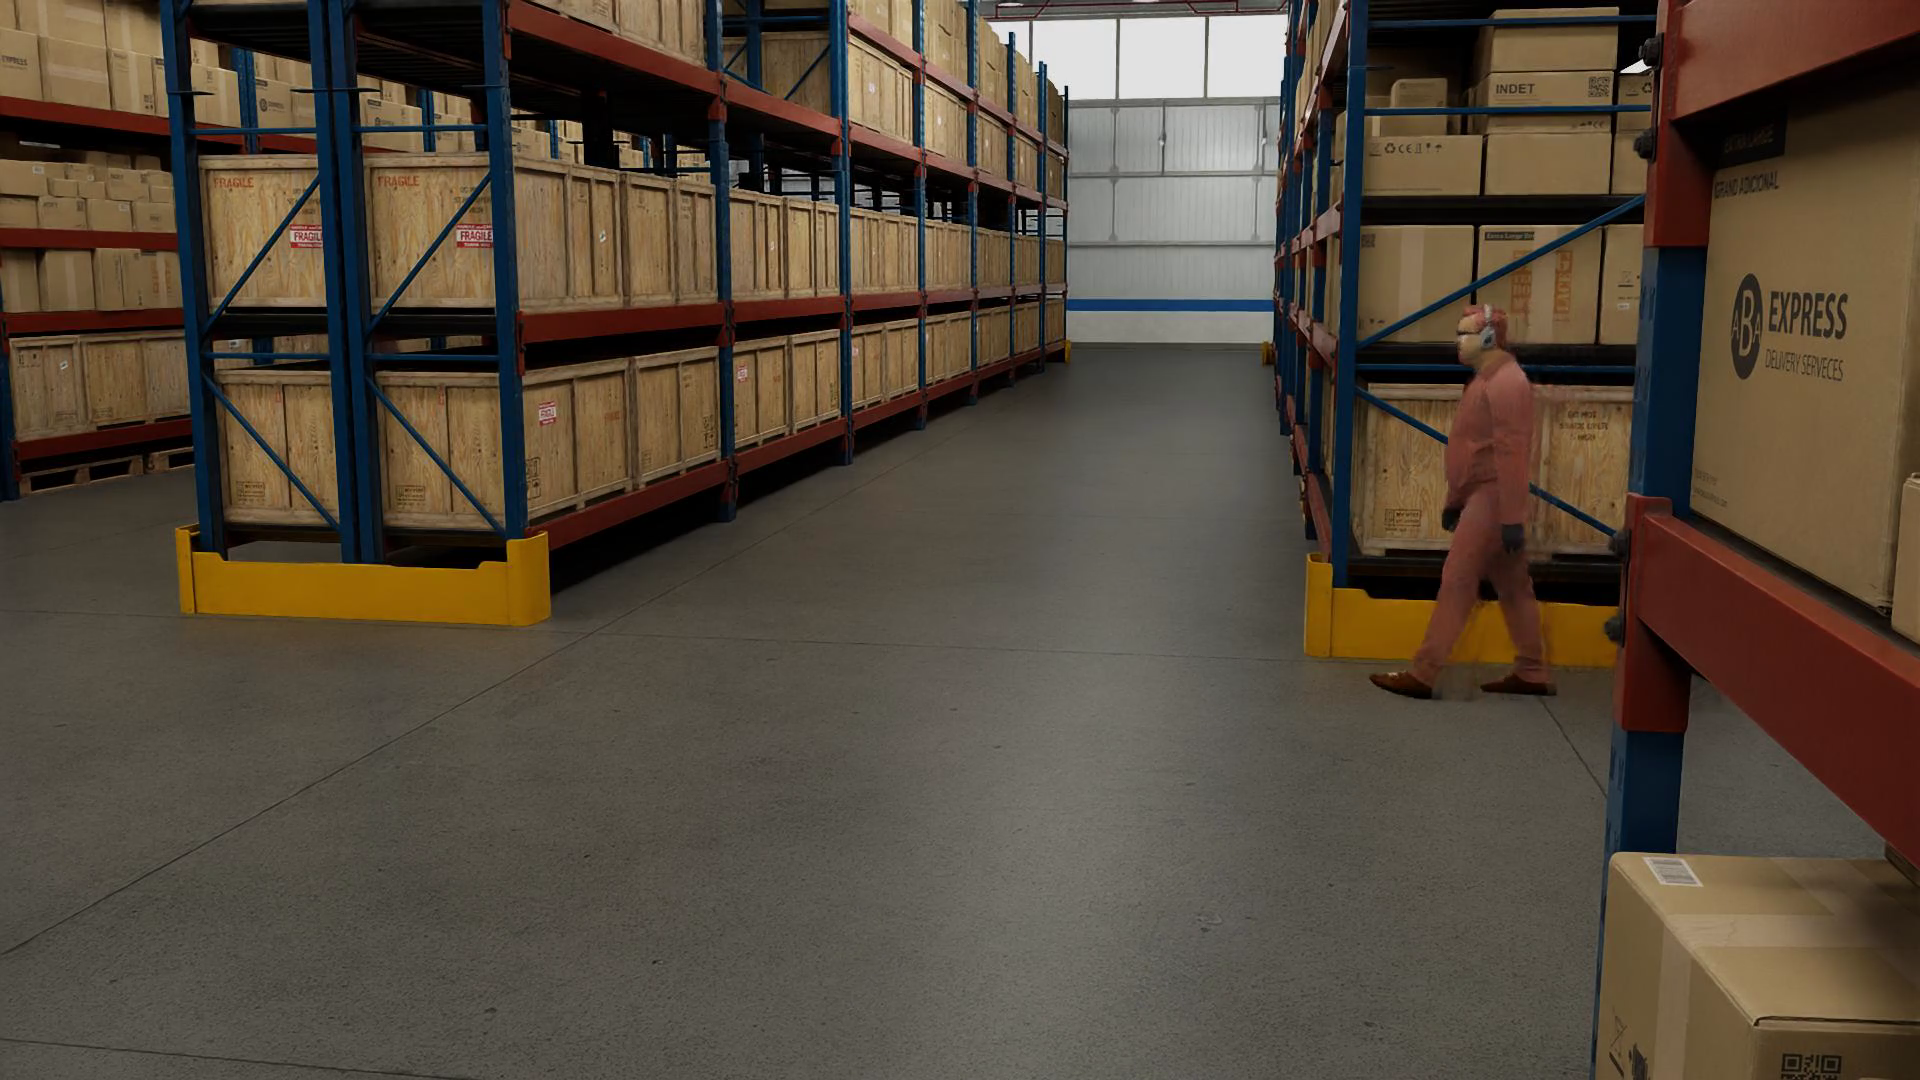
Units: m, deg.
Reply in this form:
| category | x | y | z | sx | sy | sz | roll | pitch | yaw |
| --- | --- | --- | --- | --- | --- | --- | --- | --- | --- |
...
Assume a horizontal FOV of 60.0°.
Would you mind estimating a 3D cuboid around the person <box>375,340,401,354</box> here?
| category | x | y | z | sx | sy | sz | roll | pitch | yaw |
| --- | --- | --- | --- | --- | --- | --- | --- | --- | --- |
| person | -5.779 | -1.545 | 16.333 | 0.656 | 1.888 | 0.672 | 3 | 10 | 21 |

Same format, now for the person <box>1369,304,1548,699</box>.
| category | x | y | z | sx | sy | sz | roll | pitch | yaw |
| --- | --- | --- | --- | --- | --- | --- | --- | --- | --- |
| person | 2.395 | -0.169 | 7.872 | 0.931 | 1.862 | 0.669 | 2 | 9 | 11 |
